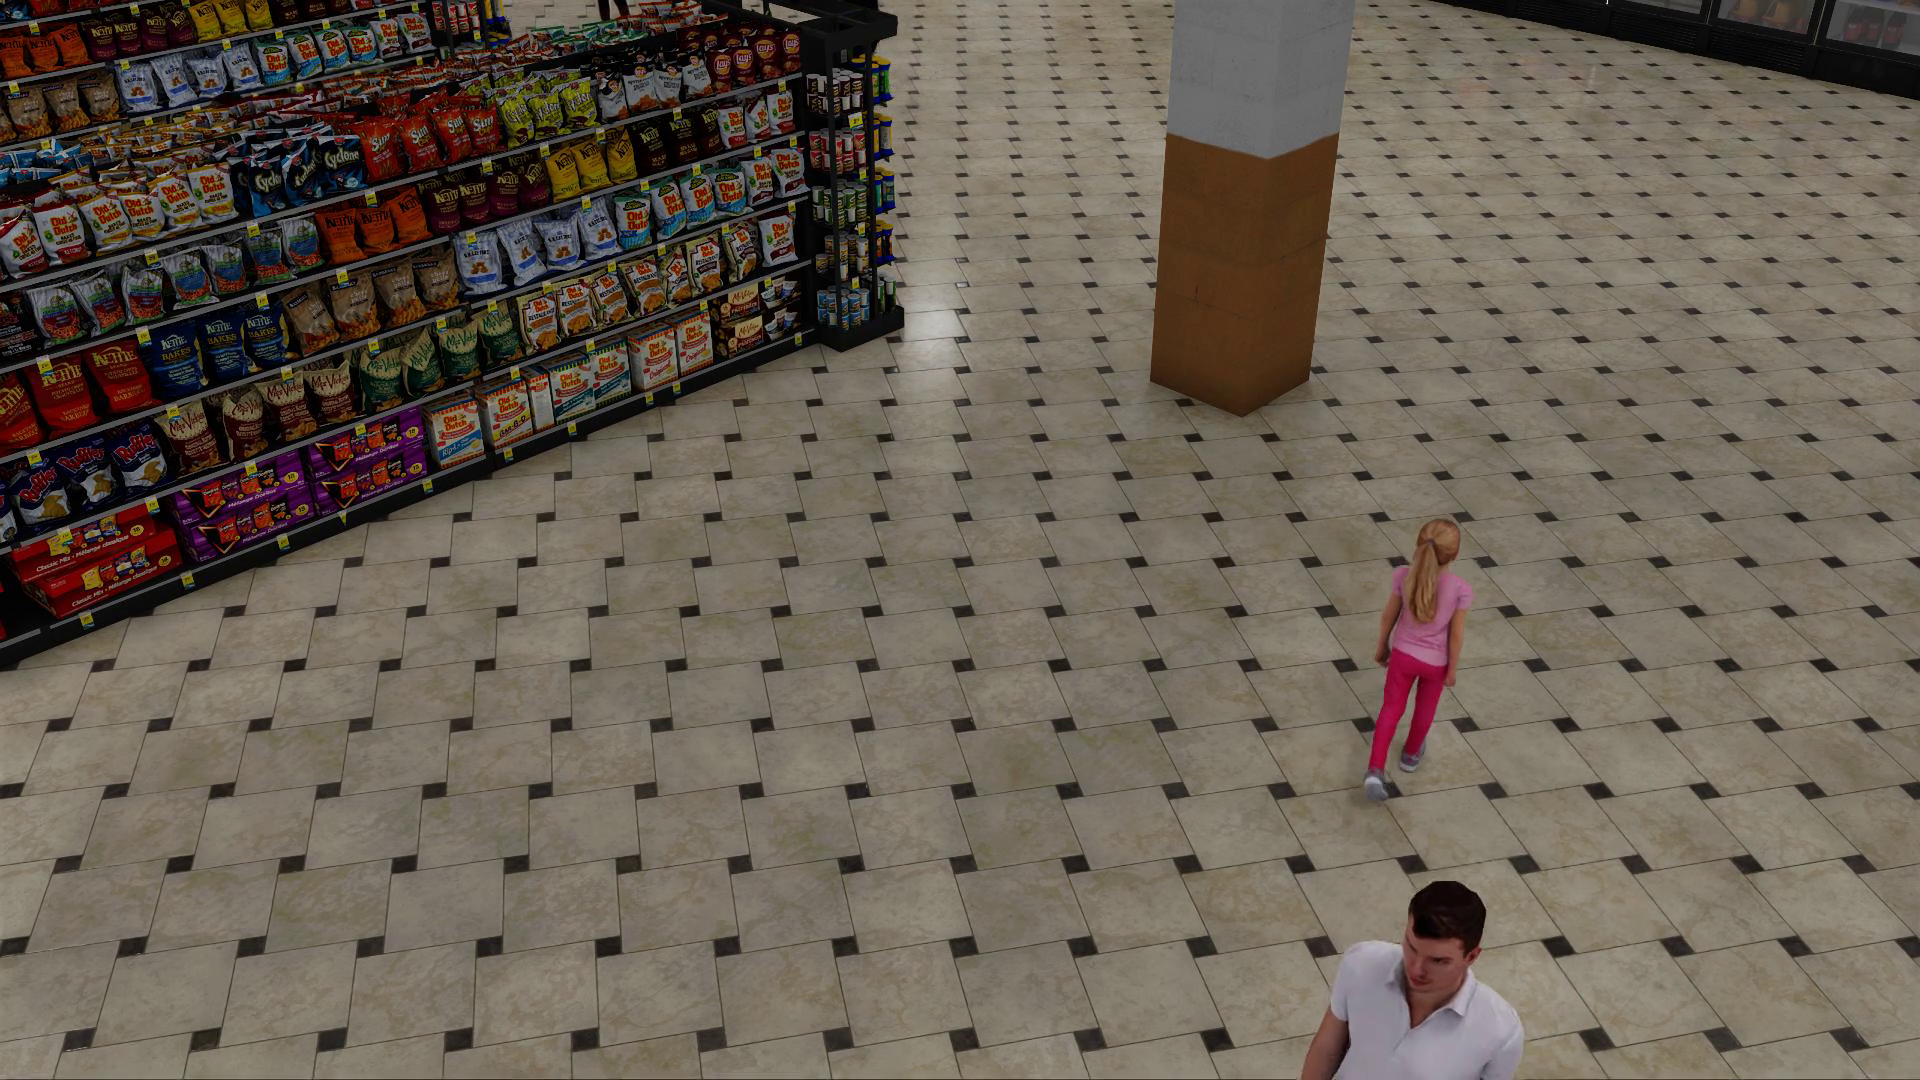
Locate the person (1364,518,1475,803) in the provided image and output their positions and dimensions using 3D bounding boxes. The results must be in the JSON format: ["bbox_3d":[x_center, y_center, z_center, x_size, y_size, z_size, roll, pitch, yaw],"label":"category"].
[{"bbox_3d":[1.821,0.489,6.644,0.643,1.257,0.895,16,35,23],"label":"person"}]

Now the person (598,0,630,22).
[{"bbox_3d":[-3.391,-5.560,15.927,0.594,1.721,0.608,17,36,26],"label":"person"}]

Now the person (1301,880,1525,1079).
[{"bbox_3d":[1.167,1.559,4.396,0.713,1.816,1.191,25,40,34],"label":"person"}]

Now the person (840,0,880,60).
[{"bbox_3d":[-0.808,-4.308,13.966,0.708,1.667,0.748,-22,38,-31],"label":"person"}]
